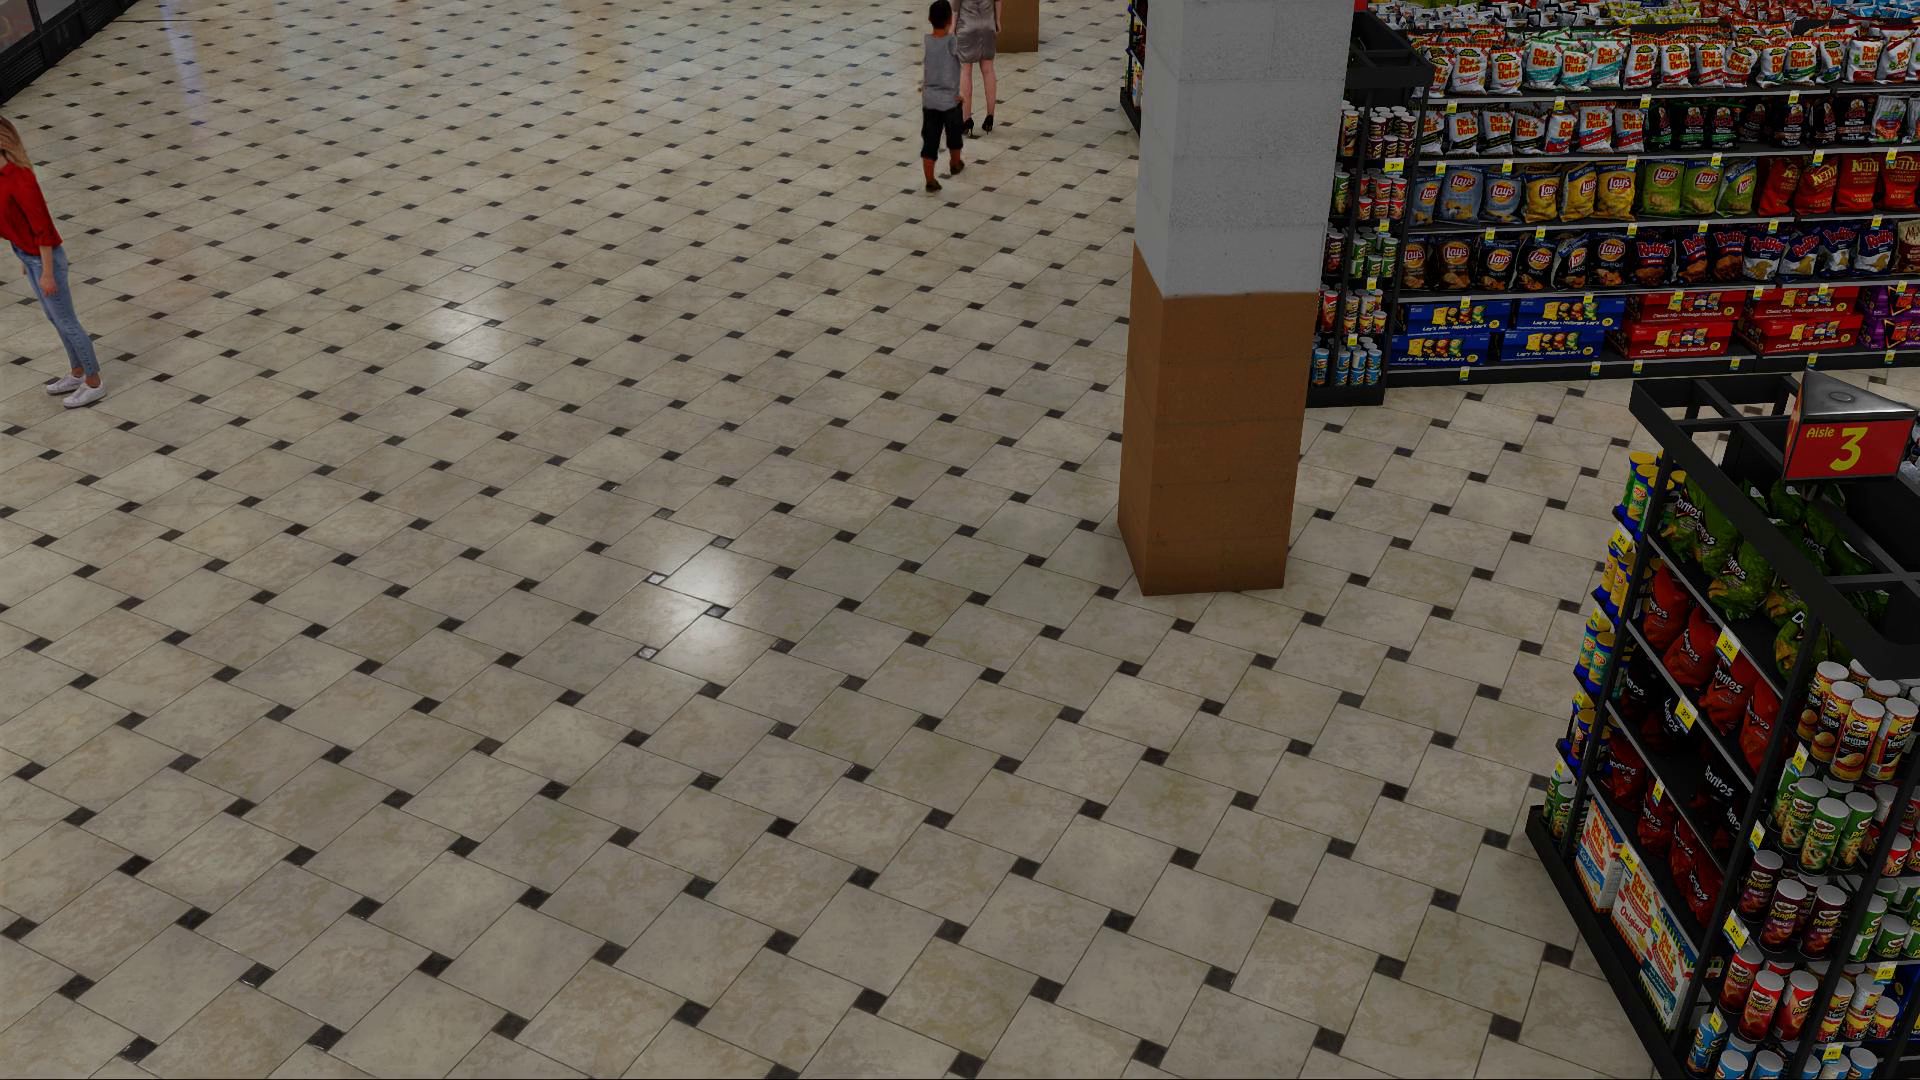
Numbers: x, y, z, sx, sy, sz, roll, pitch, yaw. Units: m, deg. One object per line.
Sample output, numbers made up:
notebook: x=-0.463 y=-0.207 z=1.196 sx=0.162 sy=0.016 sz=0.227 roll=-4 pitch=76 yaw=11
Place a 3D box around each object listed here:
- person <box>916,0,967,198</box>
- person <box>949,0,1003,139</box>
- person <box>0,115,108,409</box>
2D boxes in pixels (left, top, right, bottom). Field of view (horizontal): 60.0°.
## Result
person: x=-0.166 y=-3.344 z=12.506 sx=1.001 sy=1.421 sz=0.869 roll=8 pitch=33 yaw=13
person: x=0.121 y=-4.163 z=13.515 sx=0.545 sy=1.745 sz=0.714 roll=-12 pitch=34 yaw=-18
person: x=-5.189 y=-1.573 z=9.391 sx=0.715 sy=1.703 sz=0.687 roll=-25 pitch=40 yaw=-35
